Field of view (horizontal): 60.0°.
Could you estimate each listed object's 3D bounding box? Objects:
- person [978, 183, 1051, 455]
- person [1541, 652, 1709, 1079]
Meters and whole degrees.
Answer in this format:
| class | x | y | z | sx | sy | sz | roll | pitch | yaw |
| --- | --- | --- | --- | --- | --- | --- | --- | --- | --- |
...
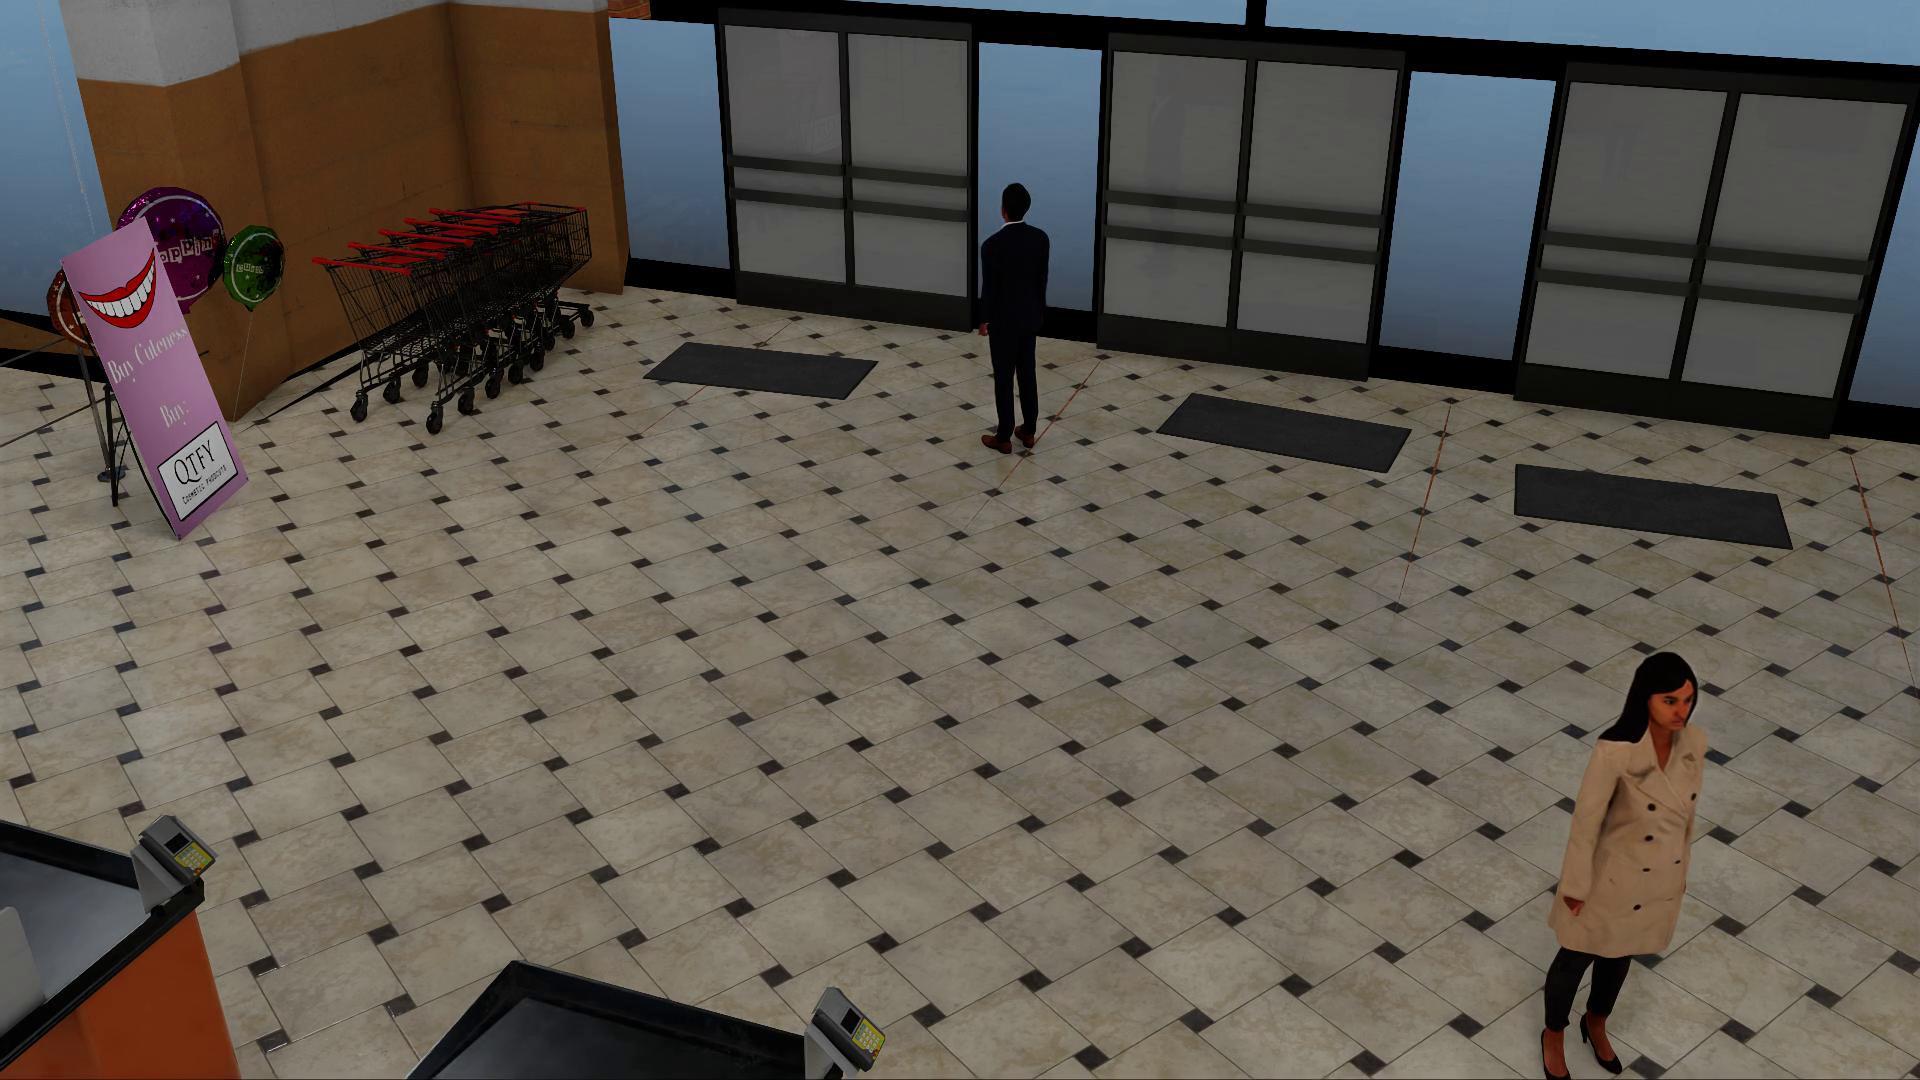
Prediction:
| class | x | y | z | sx | sy | sz | roll | pitch | yaw |
| --- | --- | --- | --- | --- | --- | --- | --- | --- | --- |
| person | 0.339 | -1.383 | 10.455 | 0.683 | 1.727 | 0.770 | -15 | 31 | -27 |
| person | 2.216 | 1.117 | 5.575 | 0.716 | 1.682 | 0.737 | -8 | 28 | -15 |
